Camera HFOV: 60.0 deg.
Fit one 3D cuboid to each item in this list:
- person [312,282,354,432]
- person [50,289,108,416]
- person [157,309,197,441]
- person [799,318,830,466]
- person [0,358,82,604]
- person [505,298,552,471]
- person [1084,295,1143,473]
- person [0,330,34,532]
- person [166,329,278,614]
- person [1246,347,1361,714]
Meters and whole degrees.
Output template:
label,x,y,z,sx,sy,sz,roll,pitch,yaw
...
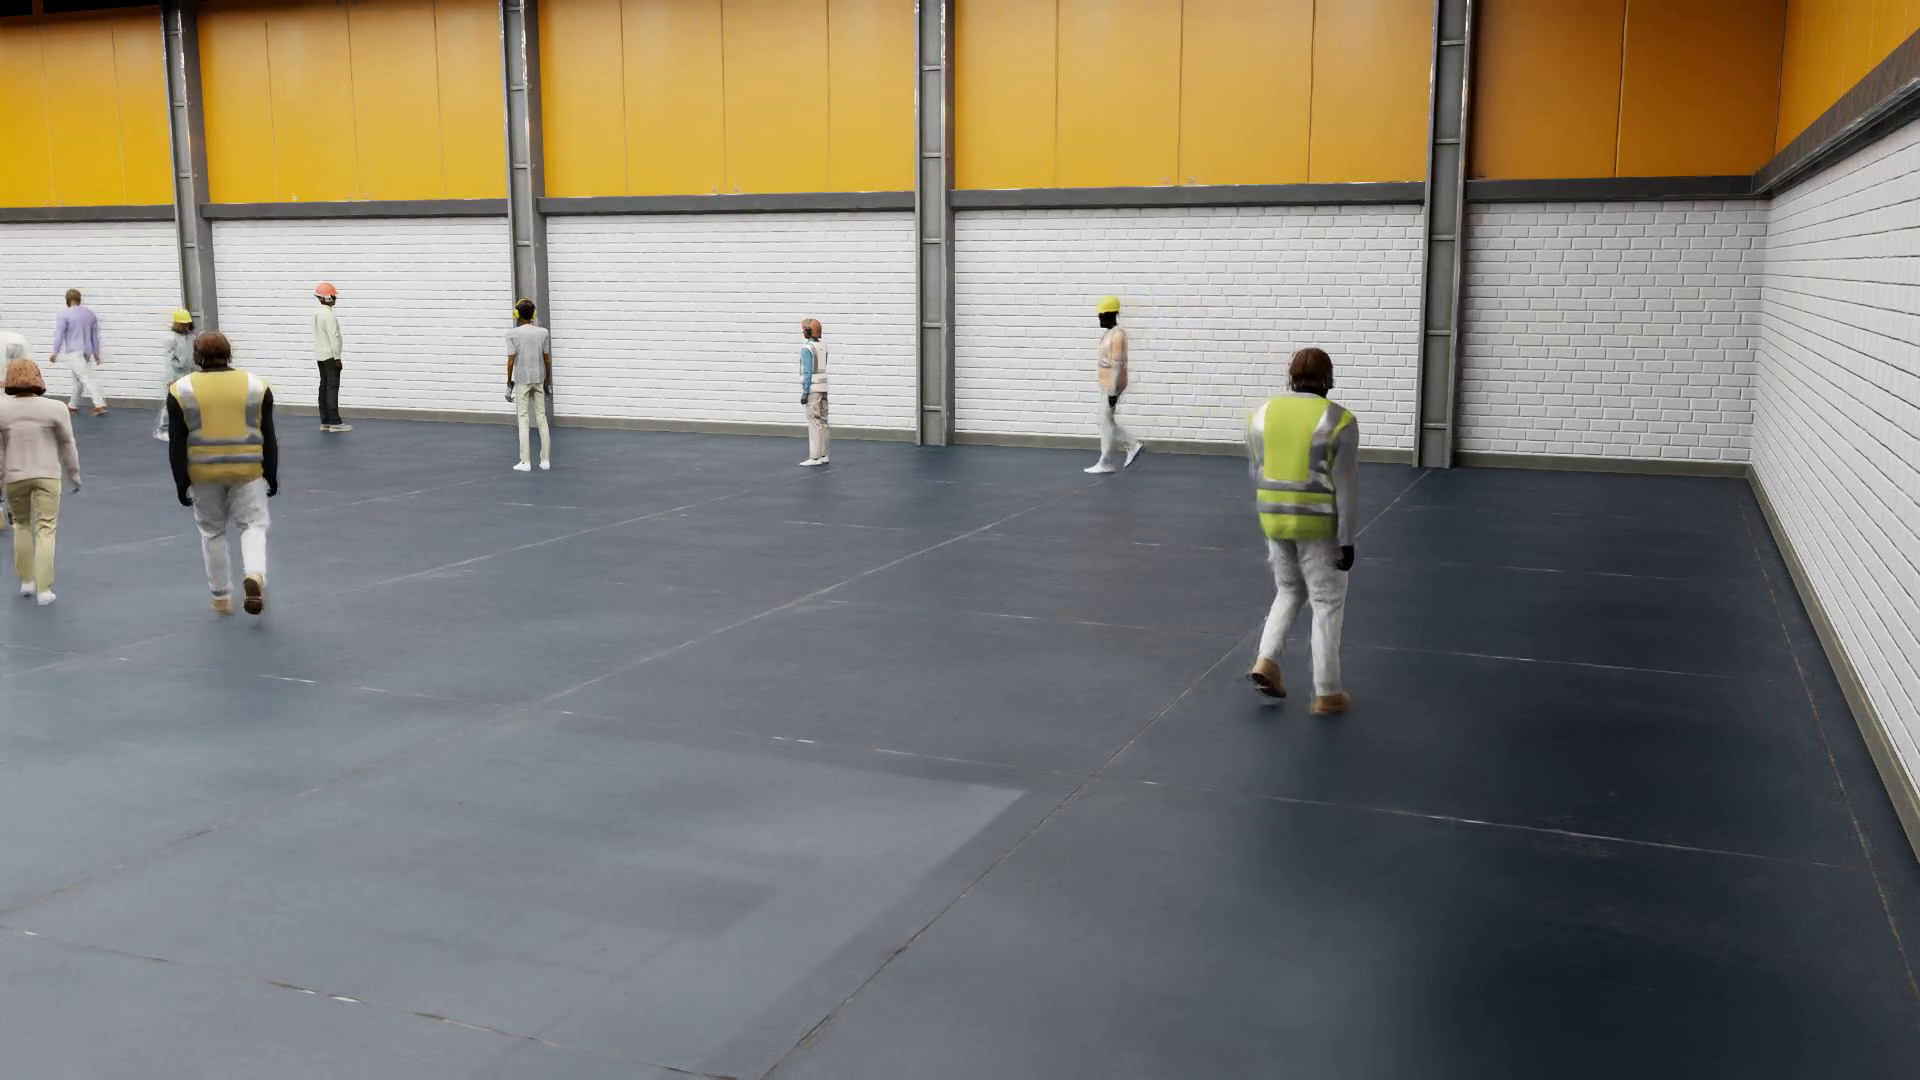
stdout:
label,x,y,z,sx,sy,sz,roll,pitch,yaw
person,-8.464,-2.453,22.338,0.375,1.997,0.612,-8,13,-42
person,-13.044,-2.772,24.642,1.036,1.892,0.647,3,10,17
person,-9.780,-2.058,20.894,0.914,1.677,0.537,4,10,25
person,-1.618,-1.638,18.476,0.313,1.642,0.513,3,10,20
person,-6.147,-0.398,11.074,0.512,1.610,0.676,-3,10,-18
person,-4.684,-1.681,18.052,0.511,1.870,0.329,-6,11,-34
person,1.640,-1.655,17.748,0.554,1.913,0.614,0,9,-3
person,-8.084,-1.073,13.888,0.636,2.022,0.441,-6,11,-31
person,-4.609,-0.405,10.437,0.637,1.824,0.708,-5,11,-28
person,1.723,-0.051,8.317,0.639,1.818,0.464,9,13,42
